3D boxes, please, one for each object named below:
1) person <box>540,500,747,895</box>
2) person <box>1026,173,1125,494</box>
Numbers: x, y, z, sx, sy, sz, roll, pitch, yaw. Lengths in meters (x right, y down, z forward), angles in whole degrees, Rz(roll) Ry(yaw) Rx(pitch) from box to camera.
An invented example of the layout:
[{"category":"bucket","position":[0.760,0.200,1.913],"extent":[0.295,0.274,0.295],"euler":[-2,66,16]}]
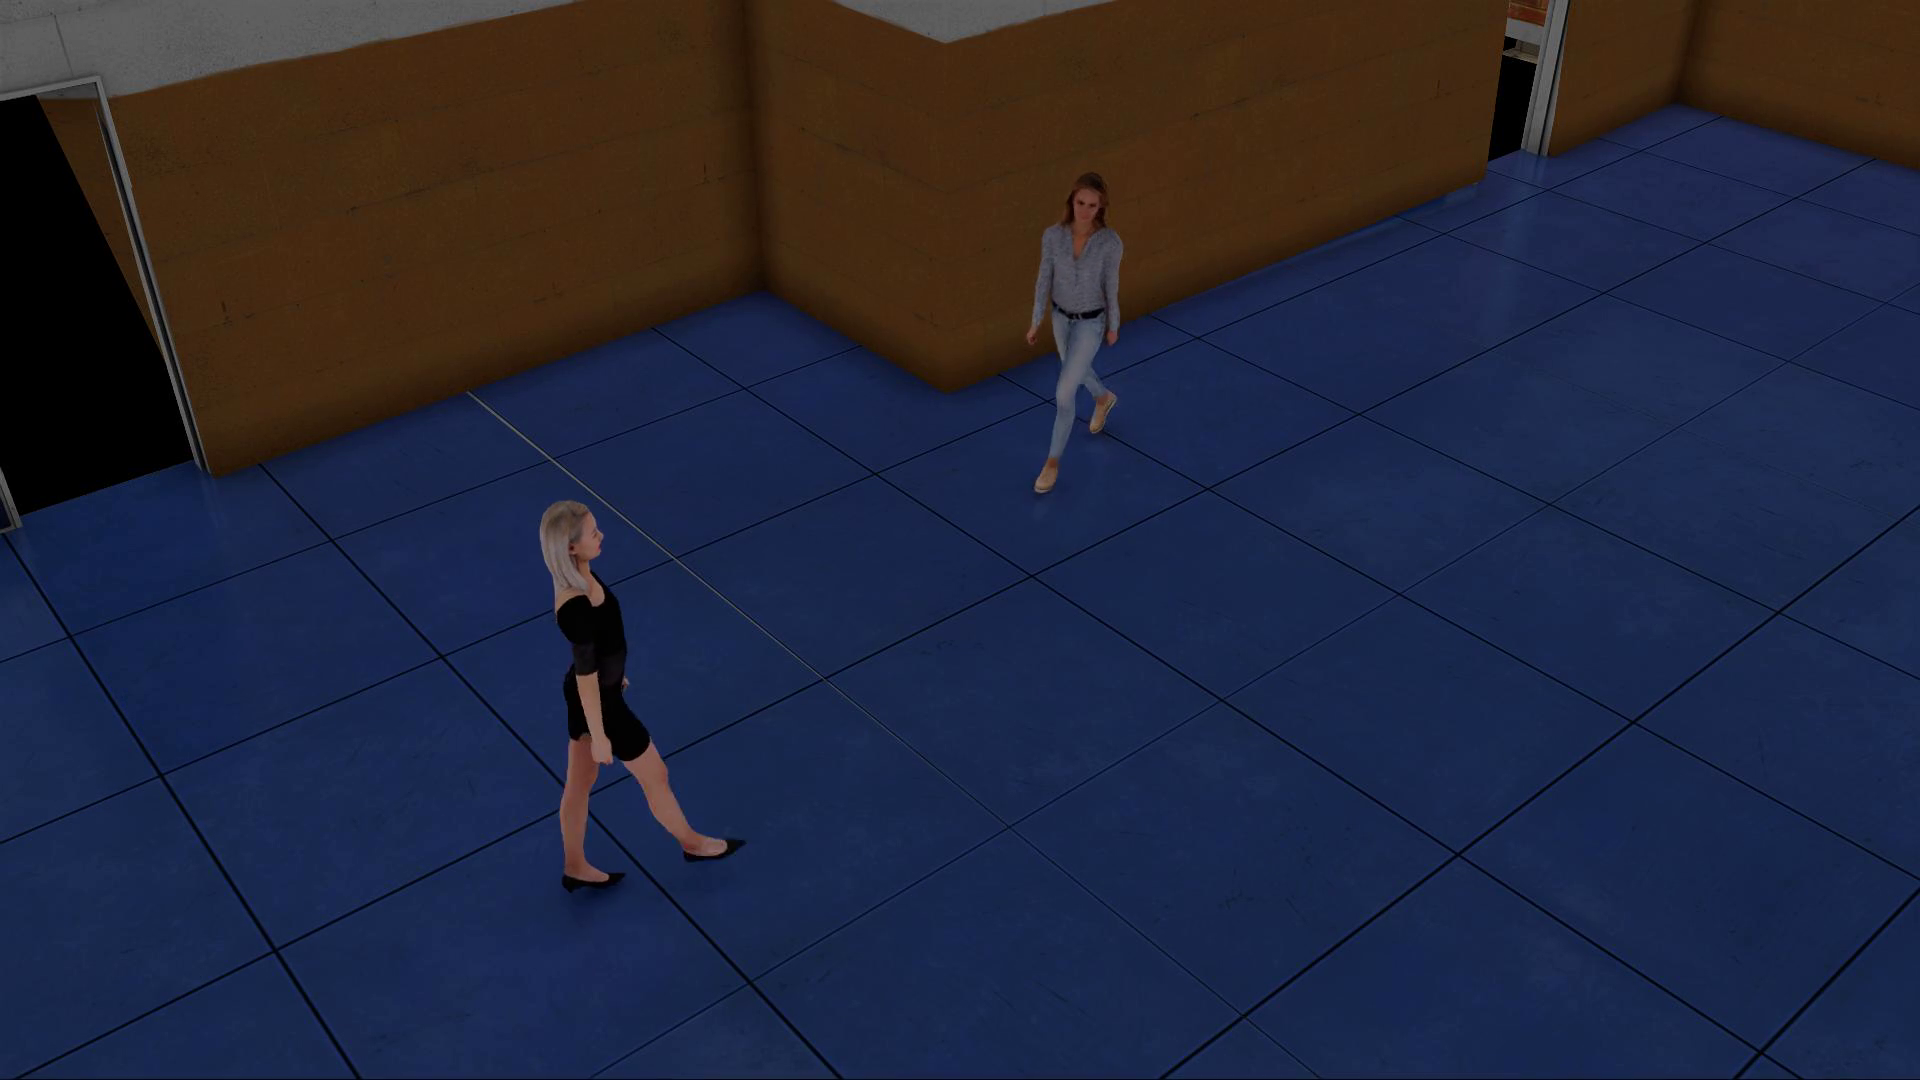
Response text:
[{"category":"person","position":[-1.464,0.666,6.302],"extent":[0.845,1.807,0.980],"euler":[-14,36,-20]},{"category":"person","position":[0.682,-1.194,9.149],"extent":[1.220,1.748,0.978],"euler":[19,38,26]}]
